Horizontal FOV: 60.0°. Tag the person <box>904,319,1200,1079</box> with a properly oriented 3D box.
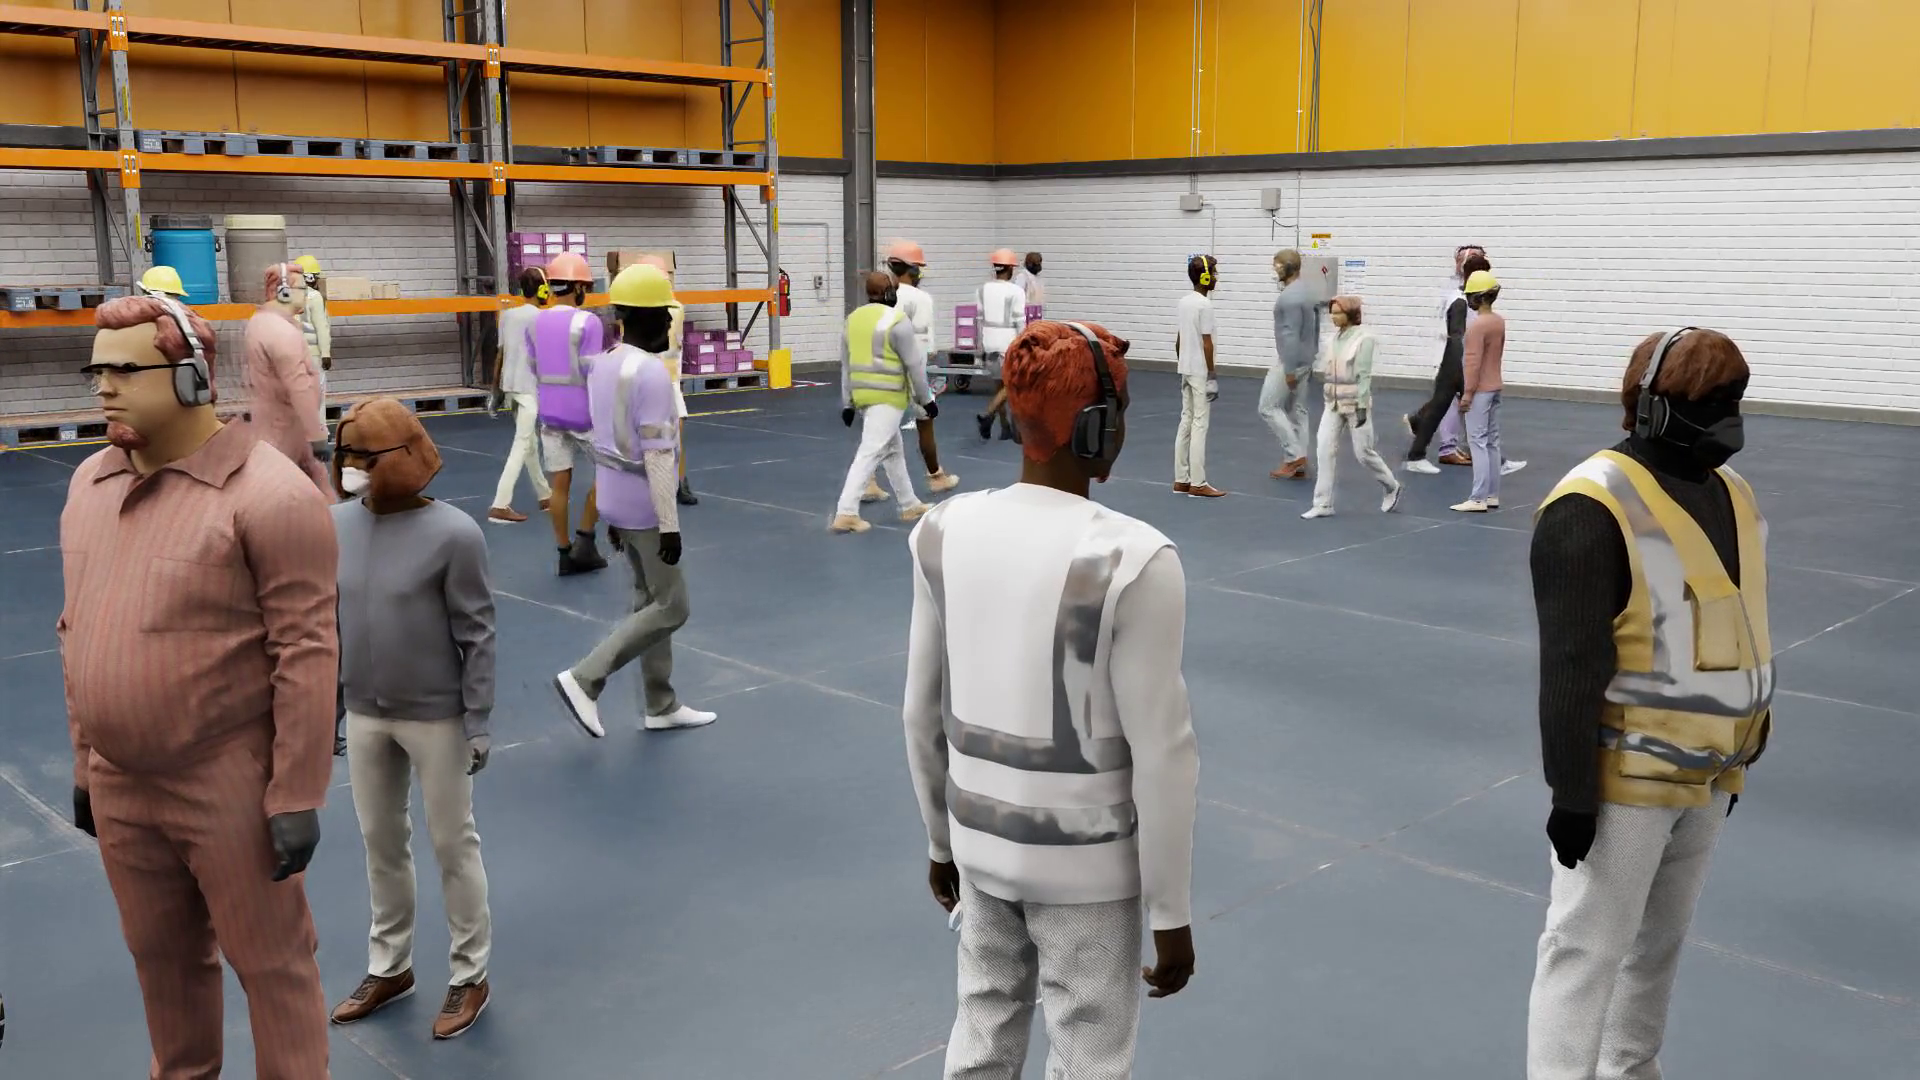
[{"bbox_3d":[0.160,0.564,2.898,0.584,1.882,0.339,9,14,41],"label":"person"}]

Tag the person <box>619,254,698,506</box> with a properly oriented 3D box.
[{"bbox_3d":[-2.359,-1.237,12.714,0.548,1.888,0.995,-7,13,-35],"label":"person"}]

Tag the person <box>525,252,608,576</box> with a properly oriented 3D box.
[{"bbox_3d":[-2.289,-0.743,9.914,0.576,1.921,0.452,5,11,25],"label":"person"}]

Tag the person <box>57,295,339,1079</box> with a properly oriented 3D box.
[{"bbox_3d":[-1.549,0.471,3.342,0.641,1.908,0.407,4,11,20],"label":"person"}]

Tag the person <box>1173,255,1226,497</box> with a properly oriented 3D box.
[{"bbox_3d":[1.857,-1.267,12.916,0.327,1.874,0.518,-4,11,-20],"label":"person"}]

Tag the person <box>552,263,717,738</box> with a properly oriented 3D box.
[{"bbox_3d":[-1.302,-0.132,6.605,0.616,1.914,0.600,-6,12,-28],"label":"person"}]

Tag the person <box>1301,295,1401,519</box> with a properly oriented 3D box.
[{"bbox_3d":[2.839,-0.959,11.950,0.765,1.609,0.510,-7,12,-32],"label":"person"}]

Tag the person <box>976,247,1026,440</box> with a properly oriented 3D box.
[{"bbox_3d":[0.371,-1.893,16.237,0.550,1.913,0.761,7,13,34],"label":"person"}]

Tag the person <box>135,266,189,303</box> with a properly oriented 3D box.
[{"bbox_3d":[-5.177,-0.871,10.884,0.403,1.825,0.586,-7,12,-33],"label":"person"}]

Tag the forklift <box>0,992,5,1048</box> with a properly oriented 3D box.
[{"bbox_3d":[-3.245,0.323,3.363,2.313,2.155,1.214,2,11,13],"label":"forklift"}]

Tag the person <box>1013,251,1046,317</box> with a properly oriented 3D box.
[{"bbox_3d":[0.849,-2.974,22.384,0.622,1.816,0.669,6,12,31],"label":"person"}]

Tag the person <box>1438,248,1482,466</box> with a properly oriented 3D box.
[{"bbox_3d":[4.463,-1.623,14.765,0.404,1.904,0.652,4,11,20],"label":"person"}]

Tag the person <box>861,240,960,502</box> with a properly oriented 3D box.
[{"bbox_3d":[-0.430,-1.289,12.734,0.632,1.986,1.075,9,14,40],"label":"person"}]

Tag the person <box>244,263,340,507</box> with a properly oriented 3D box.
[{"bbox_3d":[-3.770,-0.649,9.570,0.985,1.853,0.677,-5,12,-27],"label":"person"}]

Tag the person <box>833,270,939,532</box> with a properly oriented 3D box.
[{"bbox_3d":[-0.546,-0.960,11.504,0.989,1.794,0.630,-8,13,-38],"label":"person"}]

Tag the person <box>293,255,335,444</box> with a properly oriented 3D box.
[{"bbox_3d":[-6.300,-1.836,16.126,0.599,1.830,0.403,7,12,33],"label":"person"}]

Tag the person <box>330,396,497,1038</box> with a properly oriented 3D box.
[{"bbox_3d":[-1.405,0.450,4.200,0.507,1.631,0.275,3,11,17],"label":"person"}]

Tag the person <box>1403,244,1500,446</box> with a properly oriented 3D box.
[{"bbox_3d":[4.746,-1.852,15.899,0.844,1.943,0.613,4,11,19],"label":"person"}]

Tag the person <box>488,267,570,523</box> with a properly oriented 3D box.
[{"bbox_3d":[-3.110,-1.042,11.921,0.533,1.801,0.967,5,12,27],"label":"person"}]

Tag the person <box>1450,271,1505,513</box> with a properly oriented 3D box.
[{"bbox_3d":[3.806,-1.085,12.219,0.329,1.765,0.533,9,13,39],"label":"person"}]

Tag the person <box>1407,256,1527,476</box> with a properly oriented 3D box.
[{"bbox_3d":[4.253,-1.447,13.978,1.011,1.838,0.630,7,12,33],"label":"person"}]

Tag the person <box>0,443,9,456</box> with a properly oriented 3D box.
[{"bbox_3d":[-8.938,-1.559,14.458,0.997,1.884,0.637,-7,12,-33],"label":"person"}]

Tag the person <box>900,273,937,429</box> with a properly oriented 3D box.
[{"bbox_3d":[-0.442,-2.052,17.556,0.529,1.750,0.642,9,14,39],"label":"person"}]

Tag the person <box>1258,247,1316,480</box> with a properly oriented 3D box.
[{"bbox_3d":[2.696,-1.430,13.674,0.438,1.925,0.645,4,11,22],"label":"person"}]

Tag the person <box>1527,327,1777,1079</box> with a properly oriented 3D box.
[{"bbox_3d":[1.439,0.481,3.463,0.633,1.841,0.429,-8,13,-36],"label":"person"}]
